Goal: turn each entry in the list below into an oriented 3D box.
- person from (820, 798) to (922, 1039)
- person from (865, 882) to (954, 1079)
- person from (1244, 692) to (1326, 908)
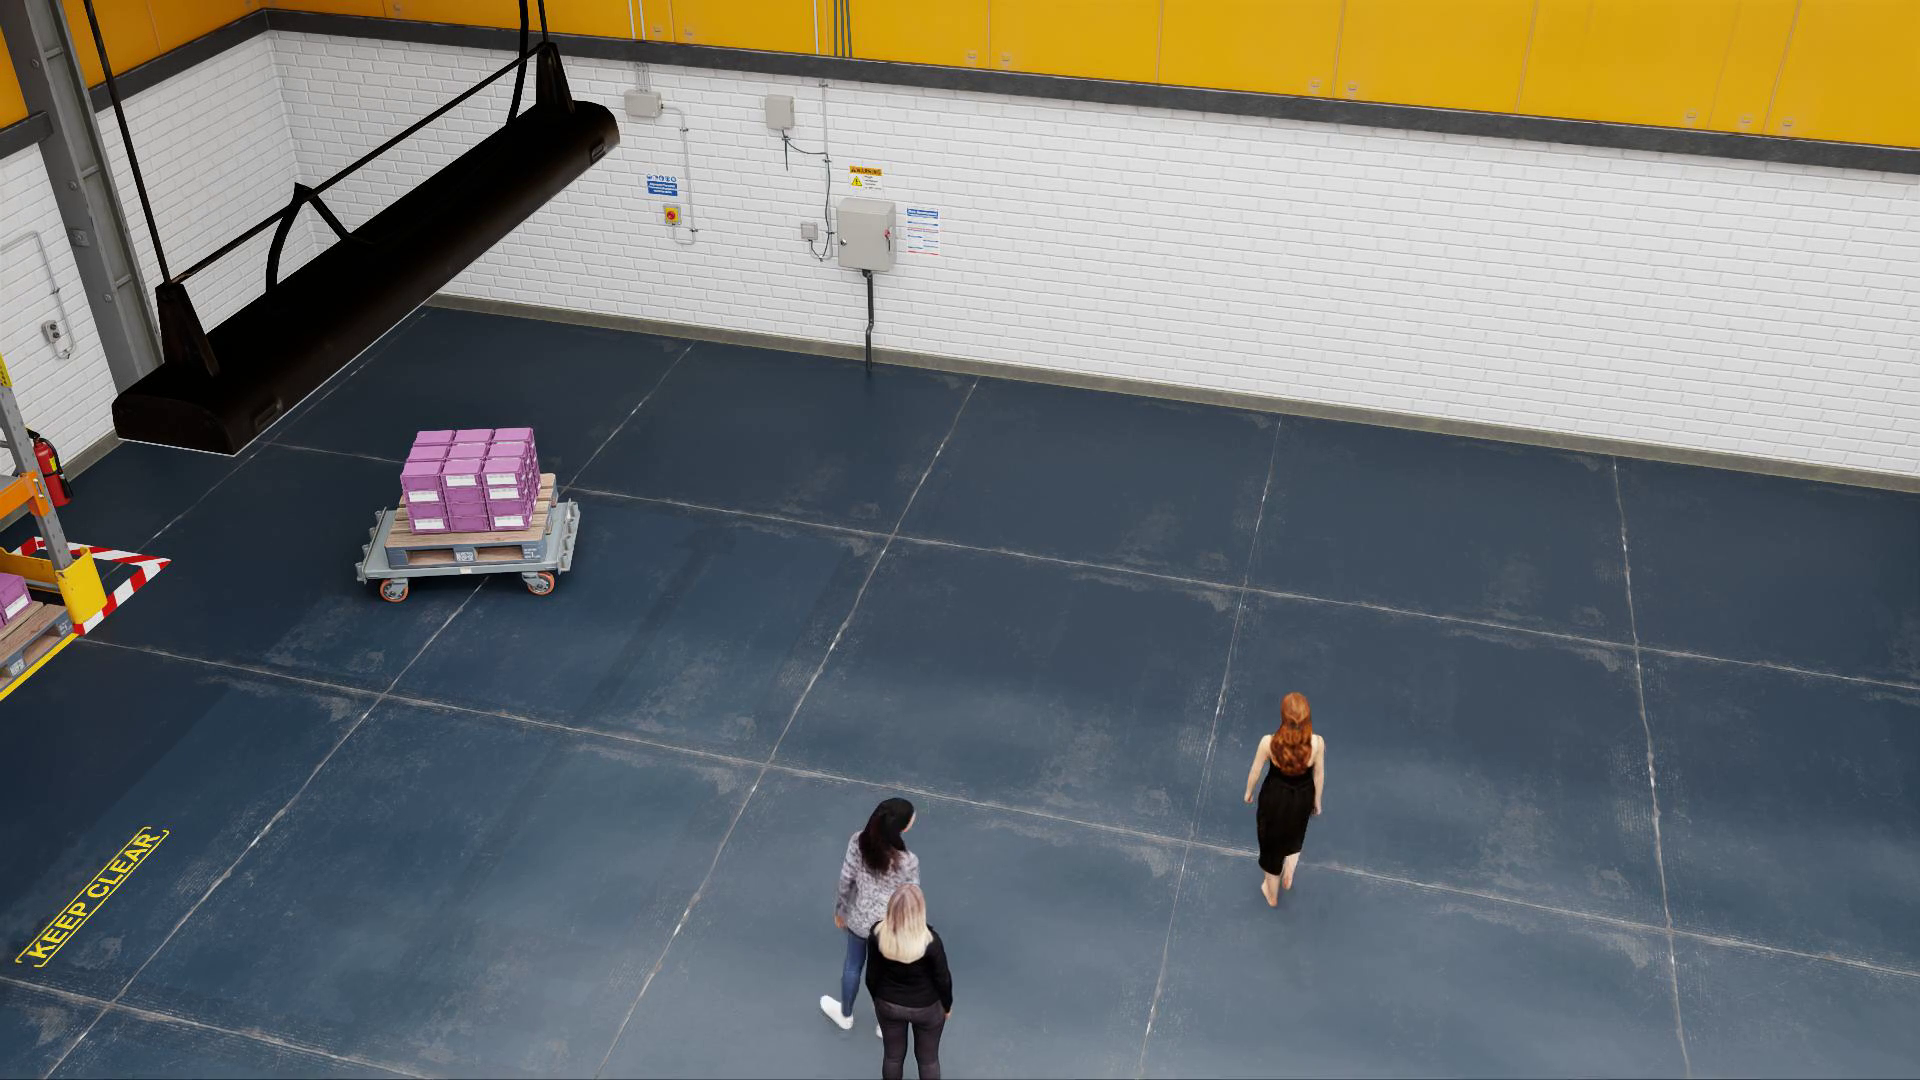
[{"bbox_3d":[-0.502,2.107,9.238,0.831,1.712,0.630,7,34,10],"label":"person"},{"bbox_3d":[-0.269,2.447,8.750,0.613,1.686,0.527,7,34,11],"label":"person"},{"bbox_3d":[1.976,1.630,10.043,0.672,1.617,0.686,0,34,0],"label":"person"}]
